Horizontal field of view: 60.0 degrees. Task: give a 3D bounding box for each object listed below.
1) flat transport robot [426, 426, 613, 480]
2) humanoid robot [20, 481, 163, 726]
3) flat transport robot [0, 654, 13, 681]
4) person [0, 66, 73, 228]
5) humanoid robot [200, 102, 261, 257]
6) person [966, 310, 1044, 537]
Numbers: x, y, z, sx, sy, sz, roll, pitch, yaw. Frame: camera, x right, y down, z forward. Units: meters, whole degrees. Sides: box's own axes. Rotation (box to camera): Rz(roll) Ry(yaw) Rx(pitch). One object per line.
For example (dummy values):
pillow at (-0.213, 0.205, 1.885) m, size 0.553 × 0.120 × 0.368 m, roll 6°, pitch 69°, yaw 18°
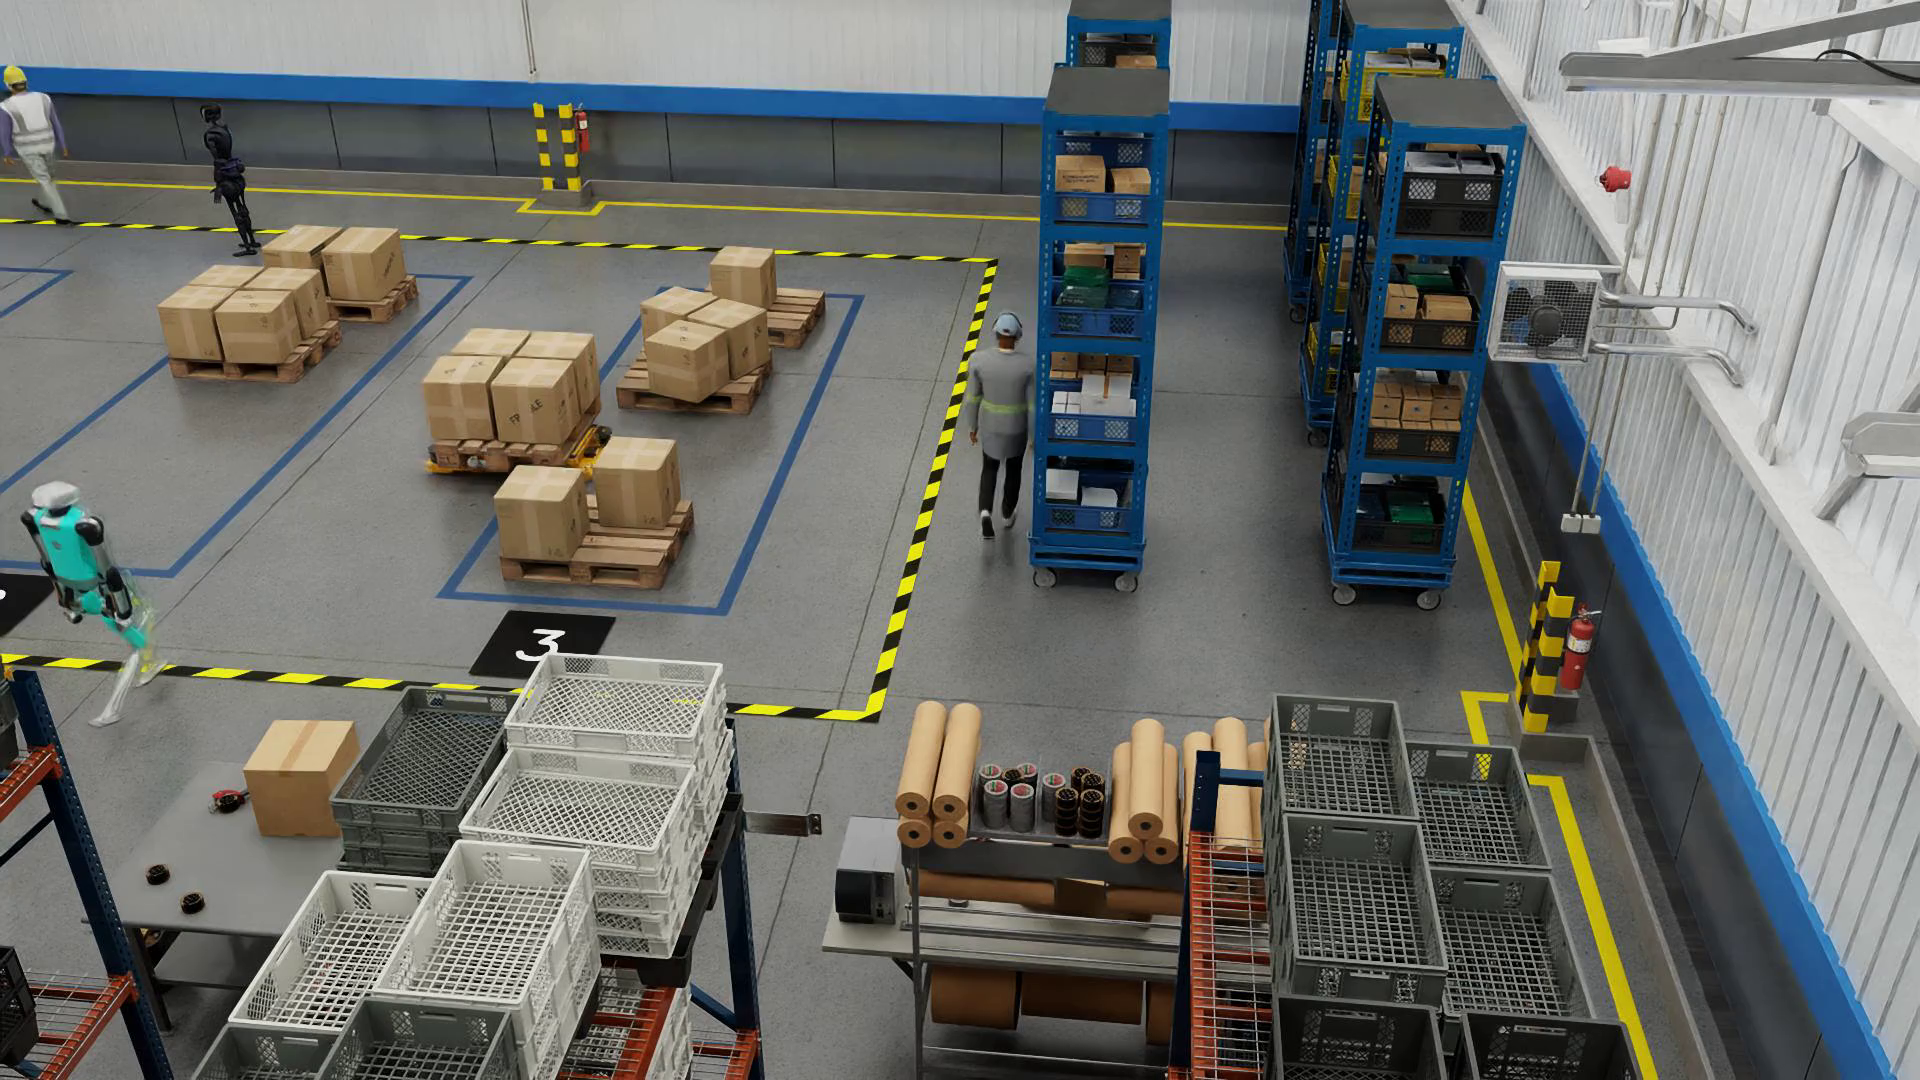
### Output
flat transport robot at (-3.676, -0.771, 13.970) m, size 1.431 × 0.197 × 0.652 m, roll 3°, pitch 30°, yaw 6°
humanoid robot at (-5.423, 0.283, 10.679) m, size 0.537 × 1.723 × 0.767 m, roll 8°, pitch 31°, yaw 14°
flat transport robot at (-7.142, 0.969, 11.010) m, size 1.431 × 0.231 × 0.659 m, roll 3°, pitch 30°, yaw 6°
person at (-10.507, -4.458, 18.822) m, size 0.917 × 1.779 × 0.617 m, roll 19°, pitch 35°, yaw 29°
humanoid robot at (-7.906, -3.902, 17.960) m, size 0.315 × 1.657 × 0.599 m, roll -2°, pitch 30°, yaw -4°
person at (0.330, -0.850, 12.584) m, size 0.585 × 1.833 × 0.608 m, roll 6°, pitch 31°, yaw 9°
